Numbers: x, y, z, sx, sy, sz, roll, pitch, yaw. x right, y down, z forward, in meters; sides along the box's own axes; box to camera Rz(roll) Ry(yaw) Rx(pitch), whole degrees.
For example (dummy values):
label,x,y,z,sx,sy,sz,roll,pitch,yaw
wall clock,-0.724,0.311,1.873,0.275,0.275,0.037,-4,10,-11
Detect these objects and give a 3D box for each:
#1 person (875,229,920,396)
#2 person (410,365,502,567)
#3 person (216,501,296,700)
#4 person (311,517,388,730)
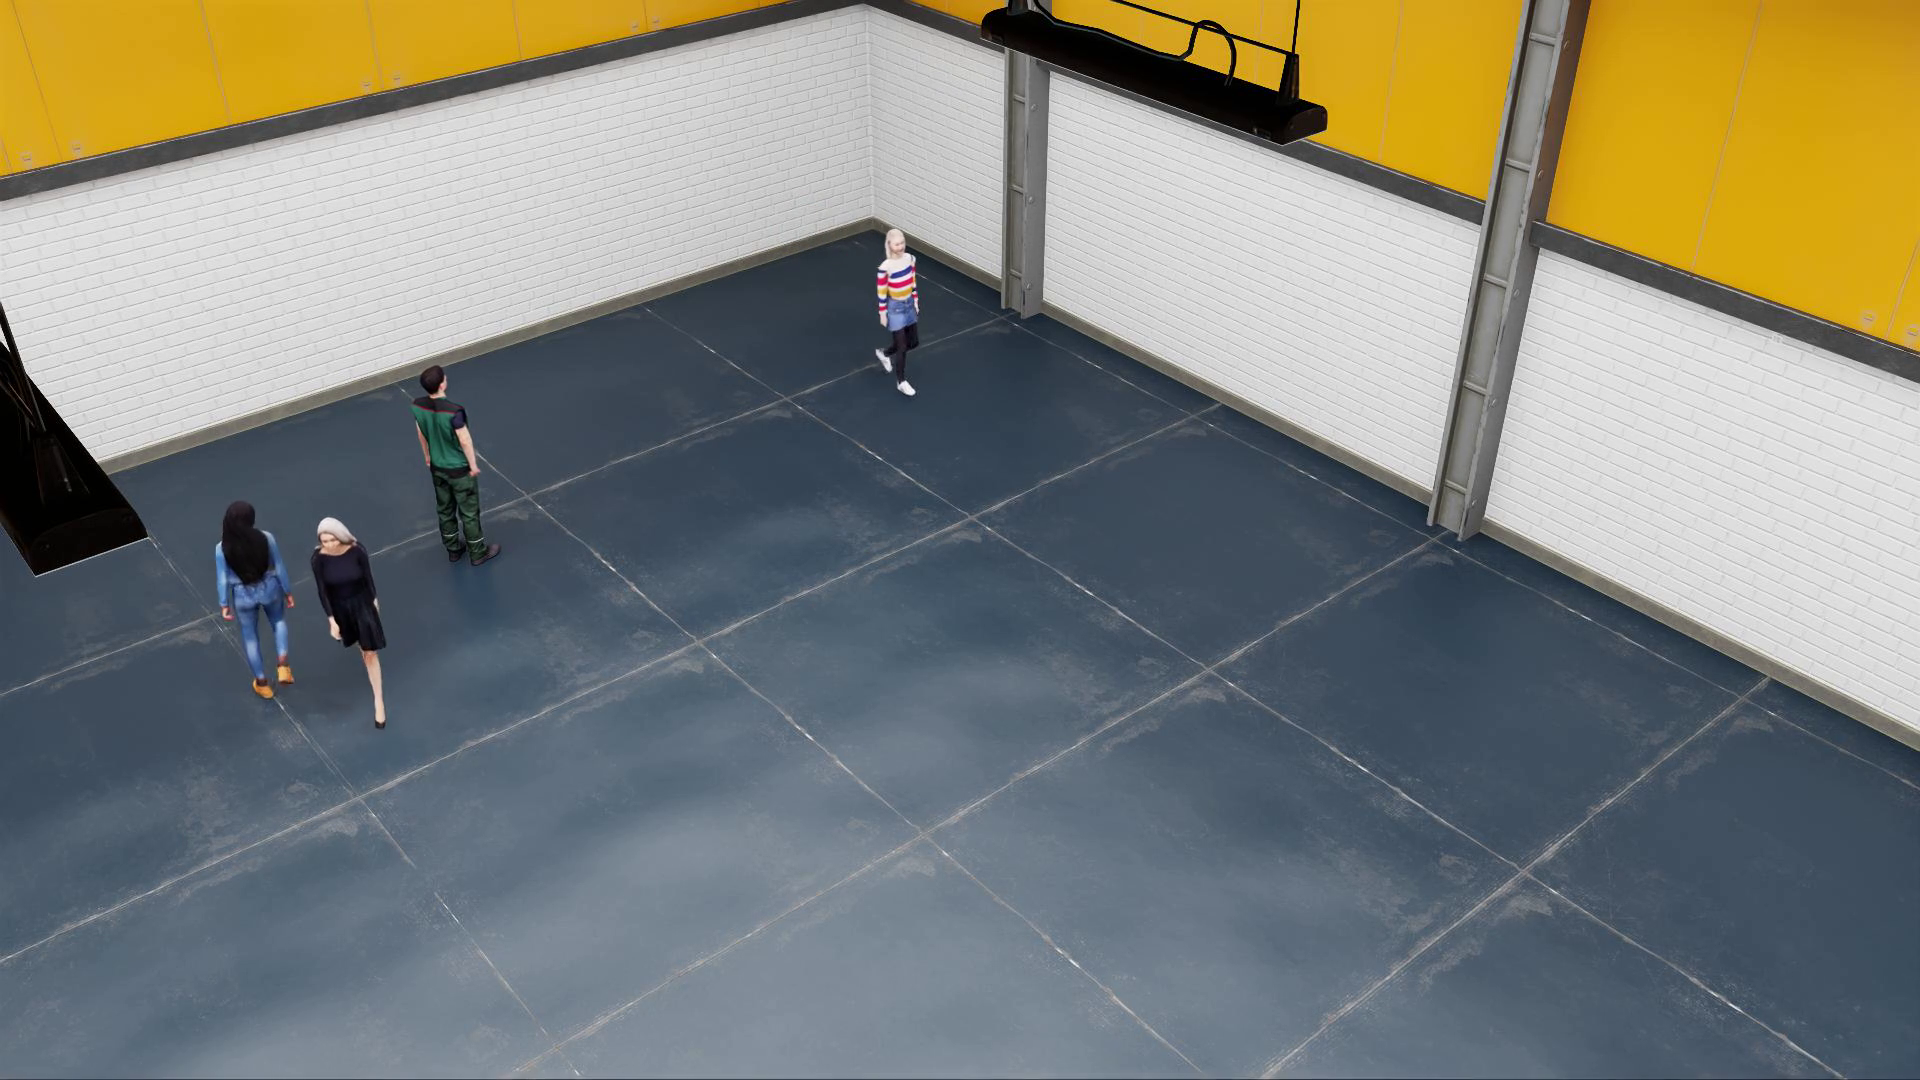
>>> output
label,x,y,z,sx,sy,sz,roll,pitch,yaw
person,-0.676,-2.387,17.169,0.882,1.796,0.697,29,43,36
person,-4.429,-0.651,14.464,0.692,1.900,0.826,13,36,19
person,-5.408,0.497,12.922,0.749,1.696,0.768,-21,39,-29
person,-4.719,0.540,12.867,0.892,1.684,1.258,-12,35,-17
